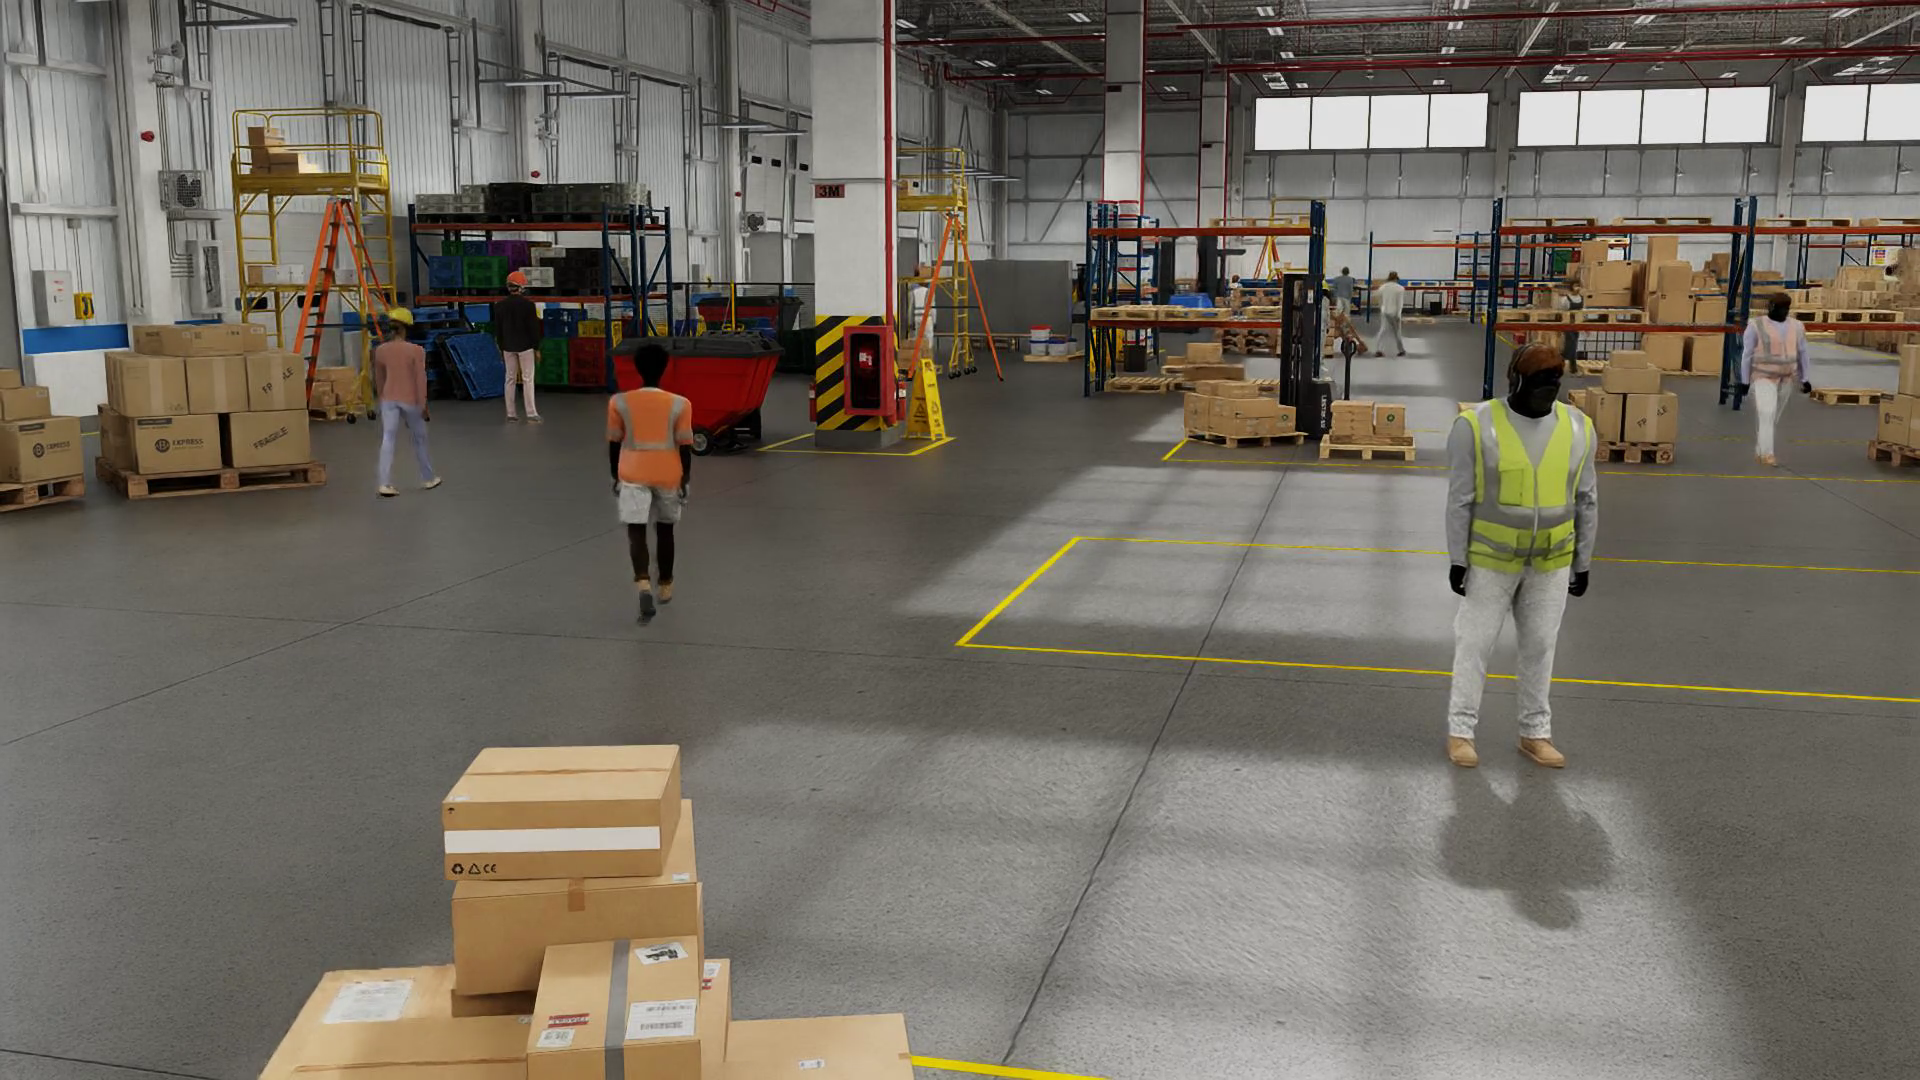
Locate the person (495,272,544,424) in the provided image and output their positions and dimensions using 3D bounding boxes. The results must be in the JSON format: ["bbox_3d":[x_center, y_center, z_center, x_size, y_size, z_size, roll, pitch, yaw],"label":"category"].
[{"bbox_3d":[-5.773,-2.510,21.822,0.632,1.991,0.396,2,10,13],"label":"person"}]

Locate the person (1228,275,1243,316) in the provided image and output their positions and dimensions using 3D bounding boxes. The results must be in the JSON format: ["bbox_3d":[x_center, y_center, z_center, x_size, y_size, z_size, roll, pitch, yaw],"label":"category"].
[{"bbox_3d":[8.609,-7.472,52.048,0.511,1.640,0.308,6,11,31],"label":"person"}]

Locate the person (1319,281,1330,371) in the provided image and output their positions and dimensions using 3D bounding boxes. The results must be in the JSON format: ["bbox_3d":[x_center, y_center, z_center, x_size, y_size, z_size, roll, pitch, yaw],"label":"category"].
[{"bbox_3d":[6.883,-4.087,31.842,0.484,1.737,0.324,-4,10,-23],"label":"person"}]

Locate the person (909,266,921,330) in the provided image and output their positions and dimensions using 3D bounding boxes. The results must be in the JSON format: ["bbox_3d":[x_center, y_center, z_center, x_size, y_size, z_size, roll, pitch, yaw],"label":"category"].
[{"bbox_3d":[-1.369,-7.301,50.183,0.750,1.936,0.504,-6,12,-34],"label":"person"}]

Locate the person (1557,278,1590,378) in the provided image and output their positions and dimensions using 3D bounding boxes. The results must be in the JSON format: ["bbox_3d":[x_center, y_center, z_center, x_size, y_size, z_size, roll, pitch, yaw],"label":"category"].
[{"bbox_3d":[11.124,-3.874,30.384,0.517,1.814,0.874,-4,10,-23],"label":"person"}]

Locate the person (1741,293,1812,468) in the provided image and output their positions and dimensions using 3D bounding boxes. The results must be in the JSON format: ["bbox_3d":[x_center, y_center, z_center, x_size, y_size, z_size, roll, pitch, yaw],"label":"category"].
[{"bbox_3d":[8.518,-1.646,17.266,0.627,1.808,0.836,-1,10,-5],"label":"person"}]

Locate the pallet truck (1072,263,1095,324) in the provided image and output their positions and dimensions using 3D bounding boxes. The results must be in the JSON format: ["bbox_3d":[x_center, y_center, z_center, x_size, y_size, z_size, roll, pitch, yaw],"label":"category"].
[{"bbox_3d":[4.325,-8.180,55.162,0.823,1.965,1.885,6,11,31],"label":"pallet truck"}]

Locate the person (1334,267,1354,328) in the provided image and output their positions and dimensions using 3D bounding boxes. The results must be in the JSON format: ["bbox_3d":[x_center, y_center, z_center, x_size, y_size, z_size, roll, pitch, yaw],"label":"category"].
[{"bbox_3d":[11.756,-7.405,50.938,0.631,1.891,1.025,5,11,29],"label":"person"}]

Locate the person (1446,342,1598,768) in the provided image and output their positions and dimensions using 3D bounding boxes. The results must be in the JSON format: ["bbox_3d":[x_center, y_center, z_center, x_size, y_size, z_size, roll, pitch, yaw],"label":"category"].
[{"bbox_3d":[2.378,0.080,7.061,0.641,1.832,0.431,0,10,1],"label":"person"}]

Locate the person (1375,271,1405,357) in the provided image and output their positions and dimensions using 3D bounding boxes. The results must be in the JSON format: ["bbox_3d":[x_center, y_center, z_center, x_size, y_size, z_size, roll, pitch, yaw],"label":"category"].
[{"bbox_3d":[9.430,-4.937,36.433,0.624,1.883,0.976,7,12,36],"label":"person"}]

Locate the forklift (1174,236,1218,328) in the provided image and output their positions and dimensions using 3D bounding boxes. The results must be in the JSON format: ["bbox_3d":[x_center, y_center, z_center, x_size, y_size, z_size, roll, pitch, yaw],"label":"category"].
[{"bbox_3d":[7.496,-7.833,50.522,1.873,2.768,1.129,-2,10,-11],"label":"forklift"}]

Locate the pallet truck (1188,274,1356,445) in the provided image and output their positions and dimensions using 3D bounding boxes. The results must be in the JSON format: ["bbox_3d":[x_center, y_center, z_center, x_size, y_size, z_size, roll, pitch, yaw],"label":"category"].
[{"bbox_3d":[3.653,-2.138,19.590,1.885,1.965,0.823,-4,10,-20],"label":"pallet truck"}]

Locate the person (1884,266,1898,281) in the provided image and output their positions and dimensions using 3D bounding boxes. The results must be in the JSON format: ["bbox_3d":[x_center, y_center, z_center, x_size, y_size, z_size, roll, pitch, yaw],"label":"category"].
[{"bbox_3d":[28.498,-7.449,51.133,0.627,1.894,0.693,-1,10,-4],"label":"person"}]

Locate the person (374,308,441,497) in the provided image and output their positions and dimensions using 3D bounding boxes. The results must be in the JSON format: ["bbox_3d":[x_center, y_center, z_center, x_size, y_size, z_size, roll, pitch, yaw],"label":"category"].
[{"bbox_3d":[-5.127,-1.273,15.303,0.540,1.714,0.904,2,10,10],"label":"person"}]

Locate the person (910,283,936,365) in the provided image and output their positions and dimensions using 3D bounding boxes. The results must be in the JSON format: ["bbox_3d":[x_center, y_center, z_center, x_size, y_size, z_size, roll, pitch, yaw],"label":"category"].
[{"bbox_3d":[-0.715,-4.340,32.931,0.587,1.882,0.366,7,12,34],"label":"person"}]

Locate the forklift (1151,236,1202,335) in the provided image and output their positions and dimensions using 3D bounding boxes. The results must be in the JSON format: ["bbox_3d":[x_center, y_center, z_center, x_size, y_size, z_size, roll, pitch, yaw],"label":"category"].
[{"bbox_3d":[5.870,-7.214,46.880,1.873,2.768,1.129,2,10,14],"label":"forklift"}]

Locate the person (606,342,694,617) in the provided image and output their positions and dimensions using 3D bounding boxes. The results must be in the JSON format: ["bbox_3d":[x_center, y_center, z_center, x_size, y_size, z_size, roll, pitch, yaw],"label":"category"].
[{"bbox_3d":[-1.890,-0.375,10.184,0.529,1.666,0.799,-2,10,-12],"label":"person"}]
